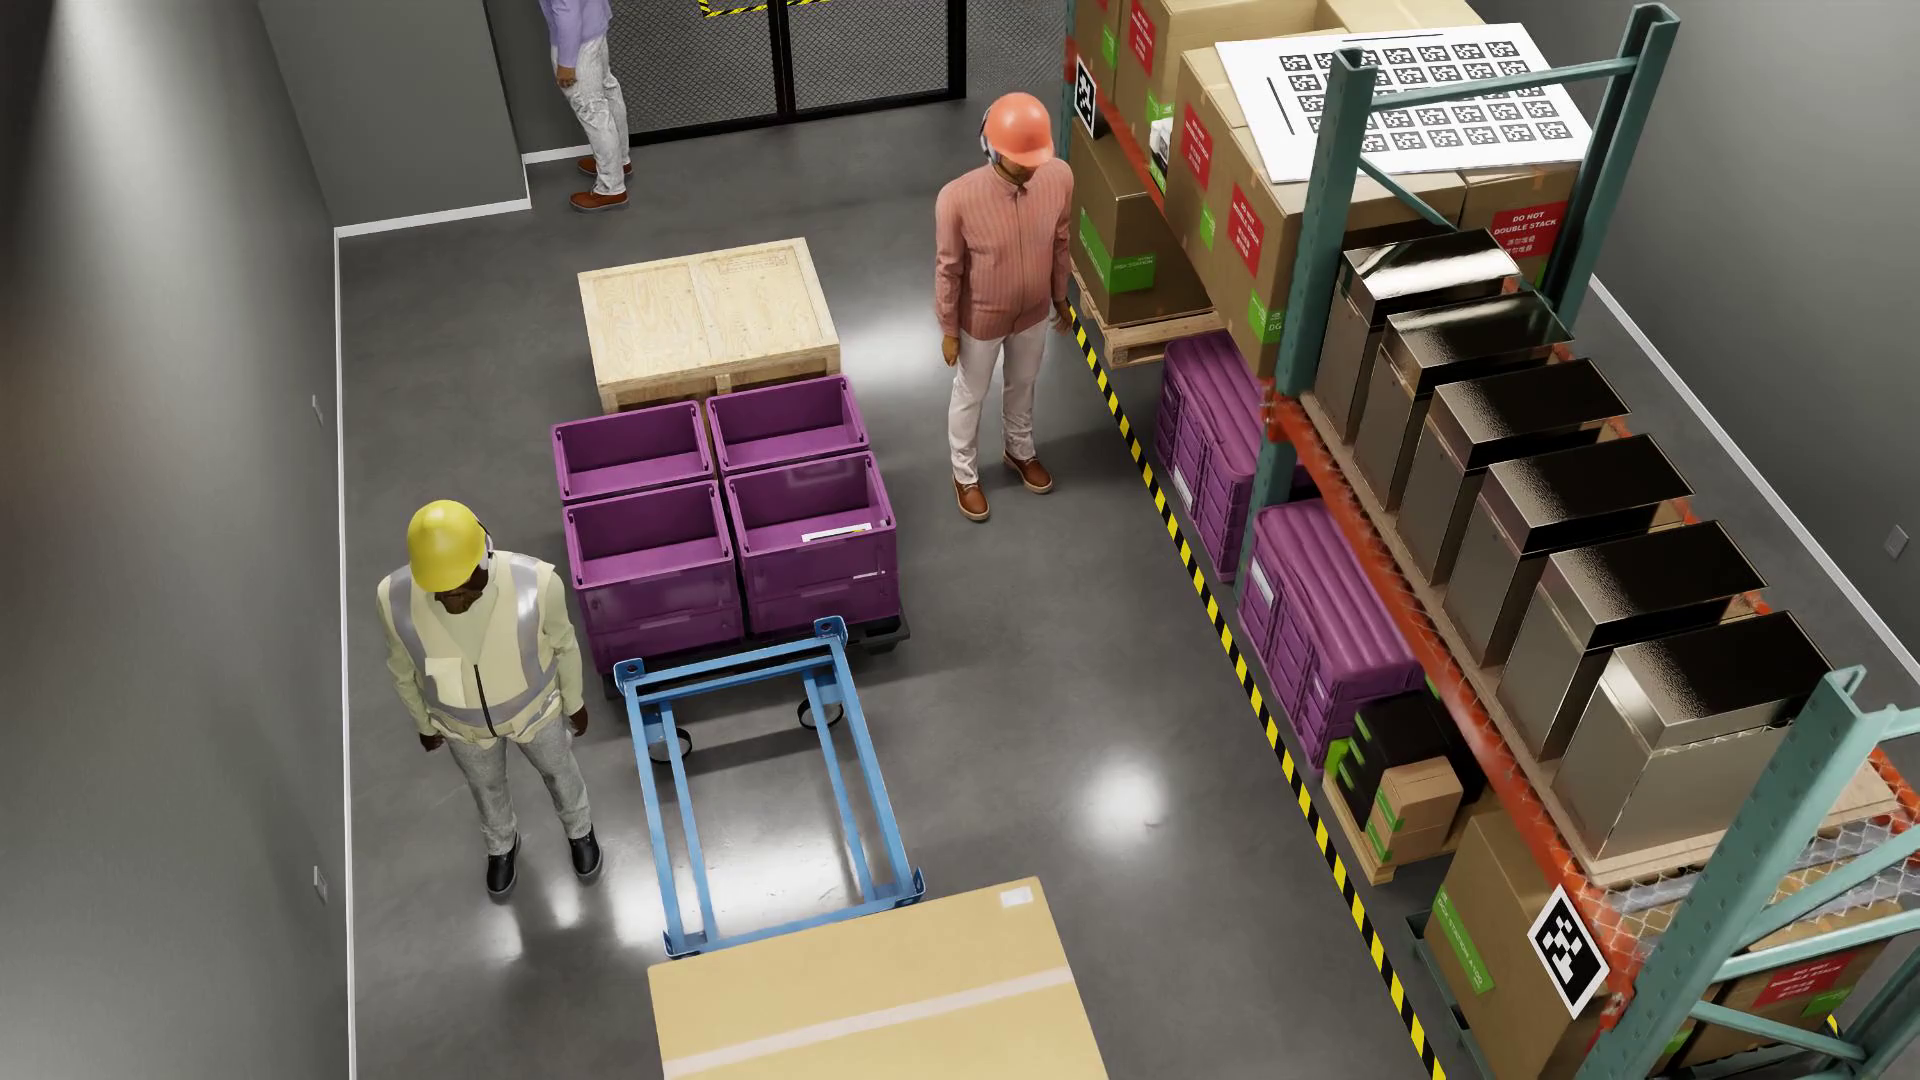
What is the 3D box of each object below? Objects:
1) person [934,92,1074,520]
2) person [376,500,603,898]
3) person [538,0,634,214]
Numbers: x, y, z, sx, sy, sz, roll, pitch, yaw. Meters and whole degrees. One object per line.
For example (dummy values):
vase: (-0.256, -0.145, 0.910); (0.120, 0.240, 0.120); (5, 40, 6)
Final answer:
person: (0.188, -0.923, 6.697); (0.611, 1.994, 0.386); (-22, 51, -19)
person: (-1.517, 0.540, 5.461); (0.589, 1.833, 0.404); (-9, 48, -8)
person: (-1.894, -2.516, 8.196); (0.357, 1.939, 0.638); (1, 47, 1)
